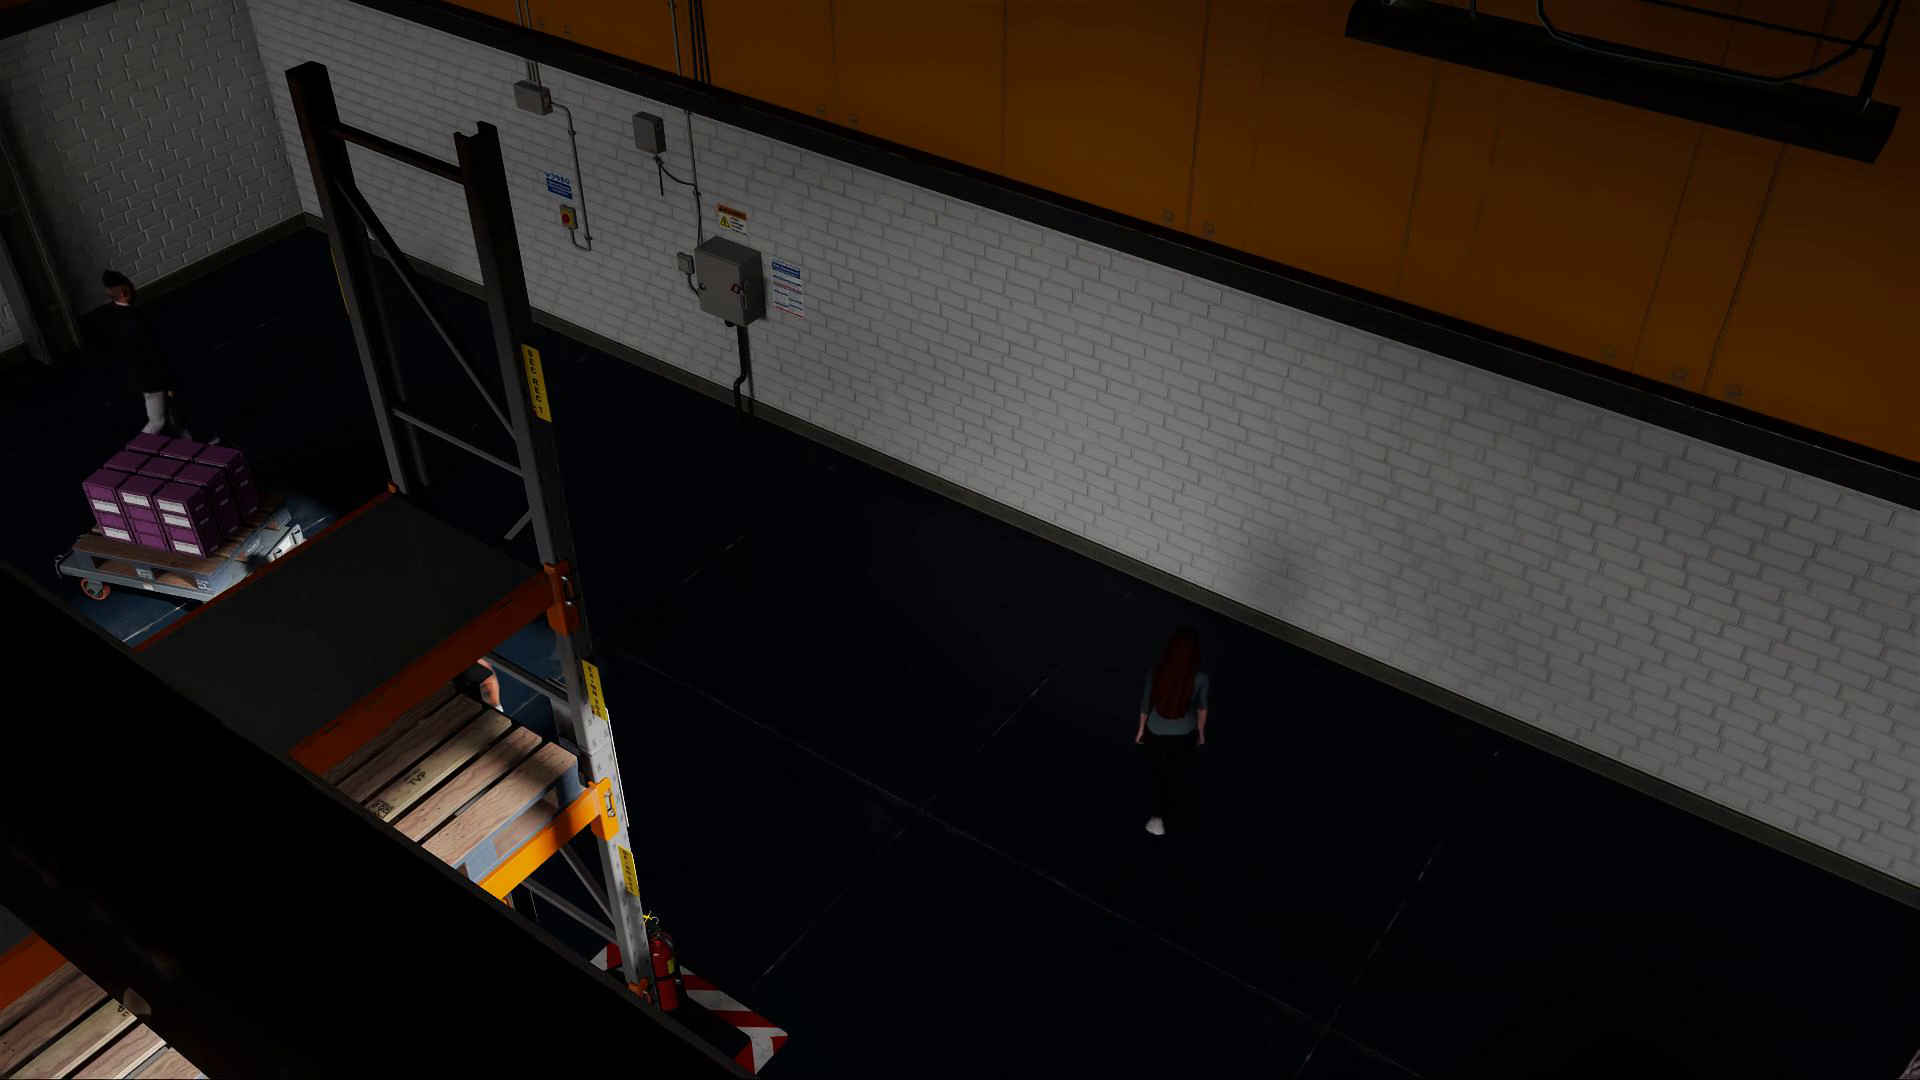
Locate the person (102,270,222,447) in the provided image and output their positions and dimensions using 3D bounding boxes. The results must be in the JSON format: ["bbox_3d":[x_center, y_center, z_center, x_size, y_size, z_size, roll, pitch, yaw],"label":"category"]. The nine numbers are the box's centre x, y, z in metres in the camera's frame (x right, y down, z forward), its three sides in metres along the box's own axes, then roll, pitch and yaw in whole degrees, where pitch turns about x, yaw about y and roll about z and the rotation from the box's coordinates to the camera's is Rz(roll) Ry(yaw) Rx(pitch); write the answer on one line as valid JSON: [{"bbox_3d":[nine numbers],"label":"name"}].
[{"bbox_3d":[-6.772,-1.329,13.676,0.764,1.922,1.194,27,46,30],"label":"person"}]

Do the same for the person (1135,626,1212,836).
[{"bbox_3d":[1.329,1.292,10.547,0.746,1.732,0.816,5,39,6],"label":"person"}]
